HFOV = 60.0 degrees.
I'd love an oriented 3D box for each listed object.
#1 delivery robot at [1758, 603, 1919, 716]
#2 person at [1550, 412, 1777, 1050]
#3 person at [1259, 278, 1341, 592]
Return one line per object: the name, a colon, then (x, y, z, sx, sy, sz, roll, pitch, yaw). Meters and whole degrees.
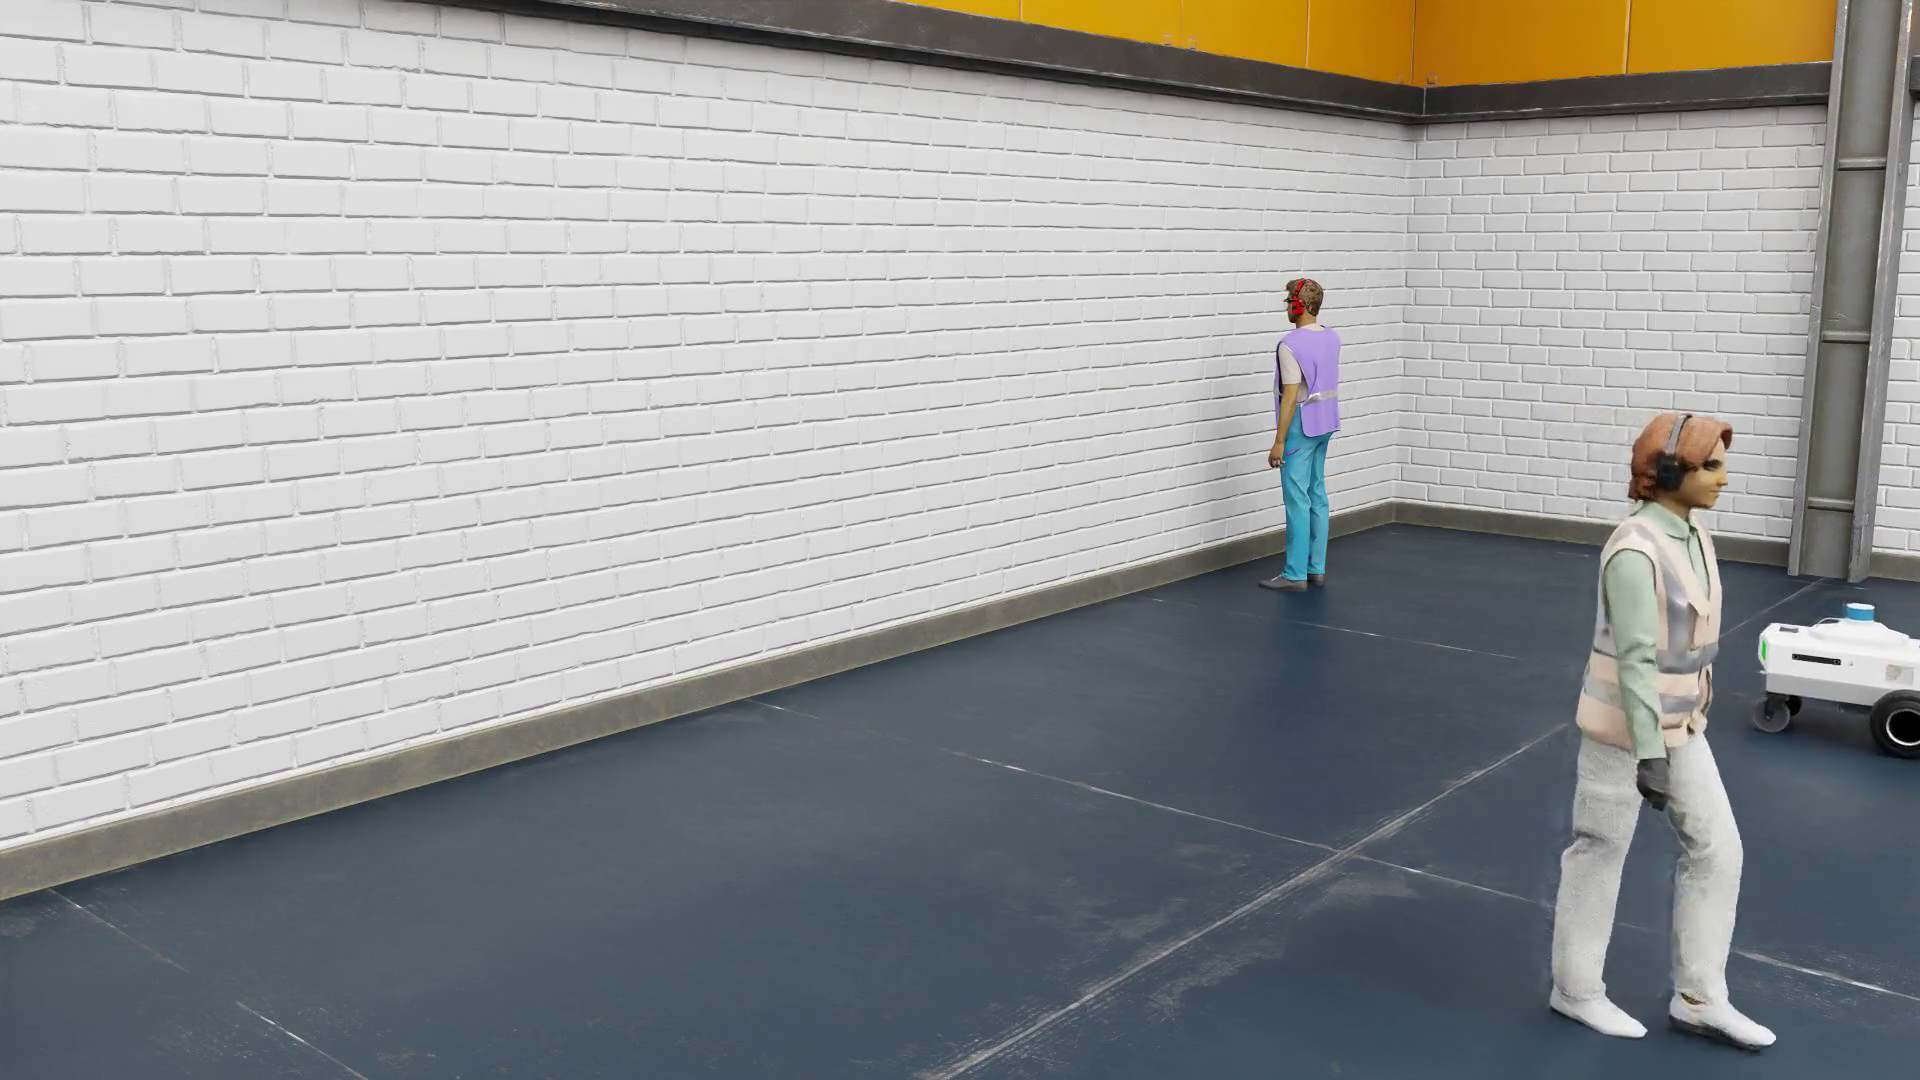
delivery robot: (3.694, 0.506, 6.864, 0.707, 0.478, 0.477, 7, 12, 35)
person: (1.802, 0.499, 4.117, 0.648, 1.613, 0.547, 9, 13, 42)
person: (2.036, -0.615, 9.836, 0.388, 1.846, 0.566, 8, 13, 39)
